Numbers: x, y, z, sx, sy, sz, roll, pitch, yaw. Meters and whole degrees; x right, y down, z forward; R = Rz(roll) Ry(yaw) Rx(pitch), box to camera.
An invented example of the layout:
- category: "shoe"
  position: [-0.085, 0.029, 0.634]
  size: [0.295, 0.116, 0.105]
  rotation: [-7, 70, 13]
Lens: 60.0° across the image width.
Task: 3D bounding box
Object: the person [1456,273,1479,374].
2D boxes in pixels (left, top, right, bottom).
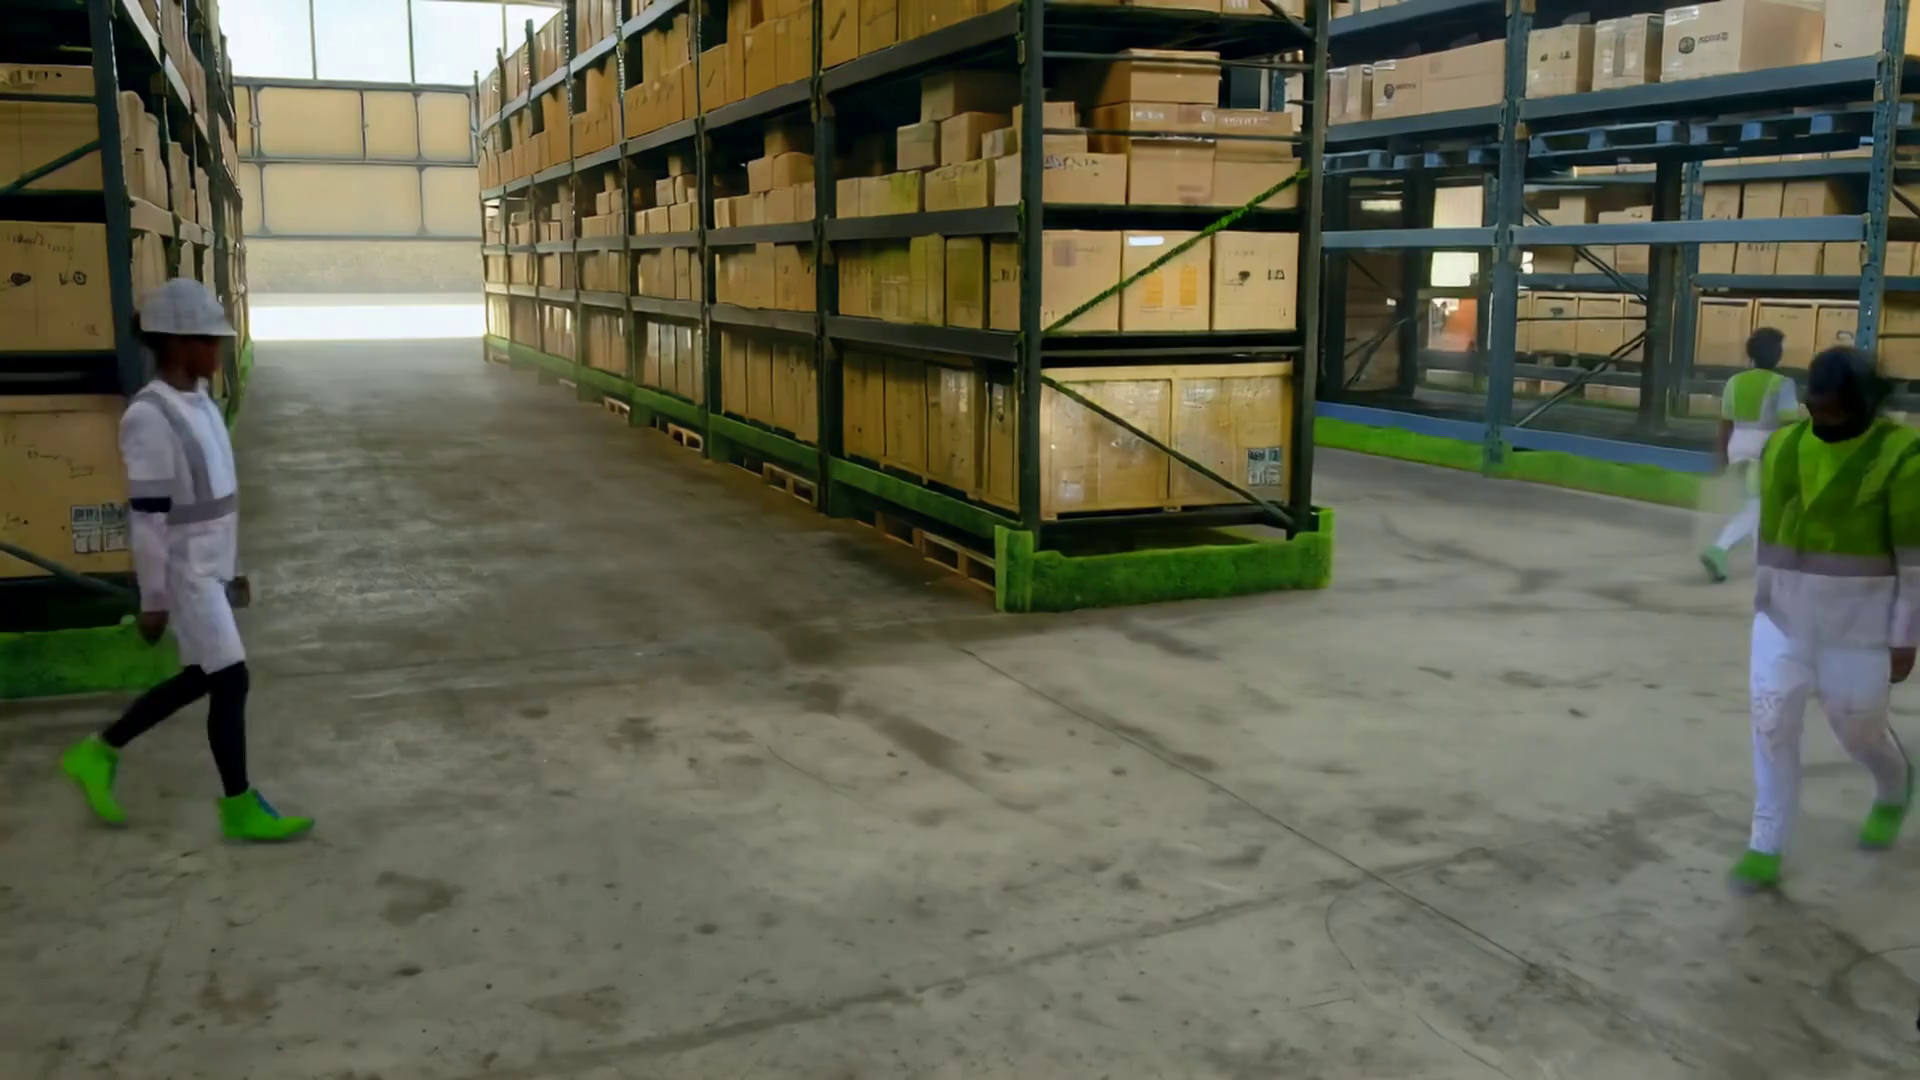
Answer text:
- category: "person"
  position: [9.521, -3.987, 30.719]
  size: [0.558, 1.873, 1.029]
  rotation: [-3, 10, -19]

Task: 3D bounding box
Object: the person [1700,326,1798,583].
- category: "person"
  position: [5.125, -0.552, 10.788]
  size: [0.787, 1.668, 0.531]
  rotation: [-3, 10, -19]

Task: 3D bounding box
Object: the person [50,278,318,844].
- category: "person"
  position: [-2.786, 0.101, 5.831]
  size: [0.830, 2.024, 0.609]
  rotation: [-2, 10, -10]

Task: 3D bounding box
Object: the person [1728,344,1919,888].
- category: "person"
  position: [2.973, 0.248, 5.600]
  size: [0.803, 1.819, 0.621]
  rotation: [-6, 11, -33]
